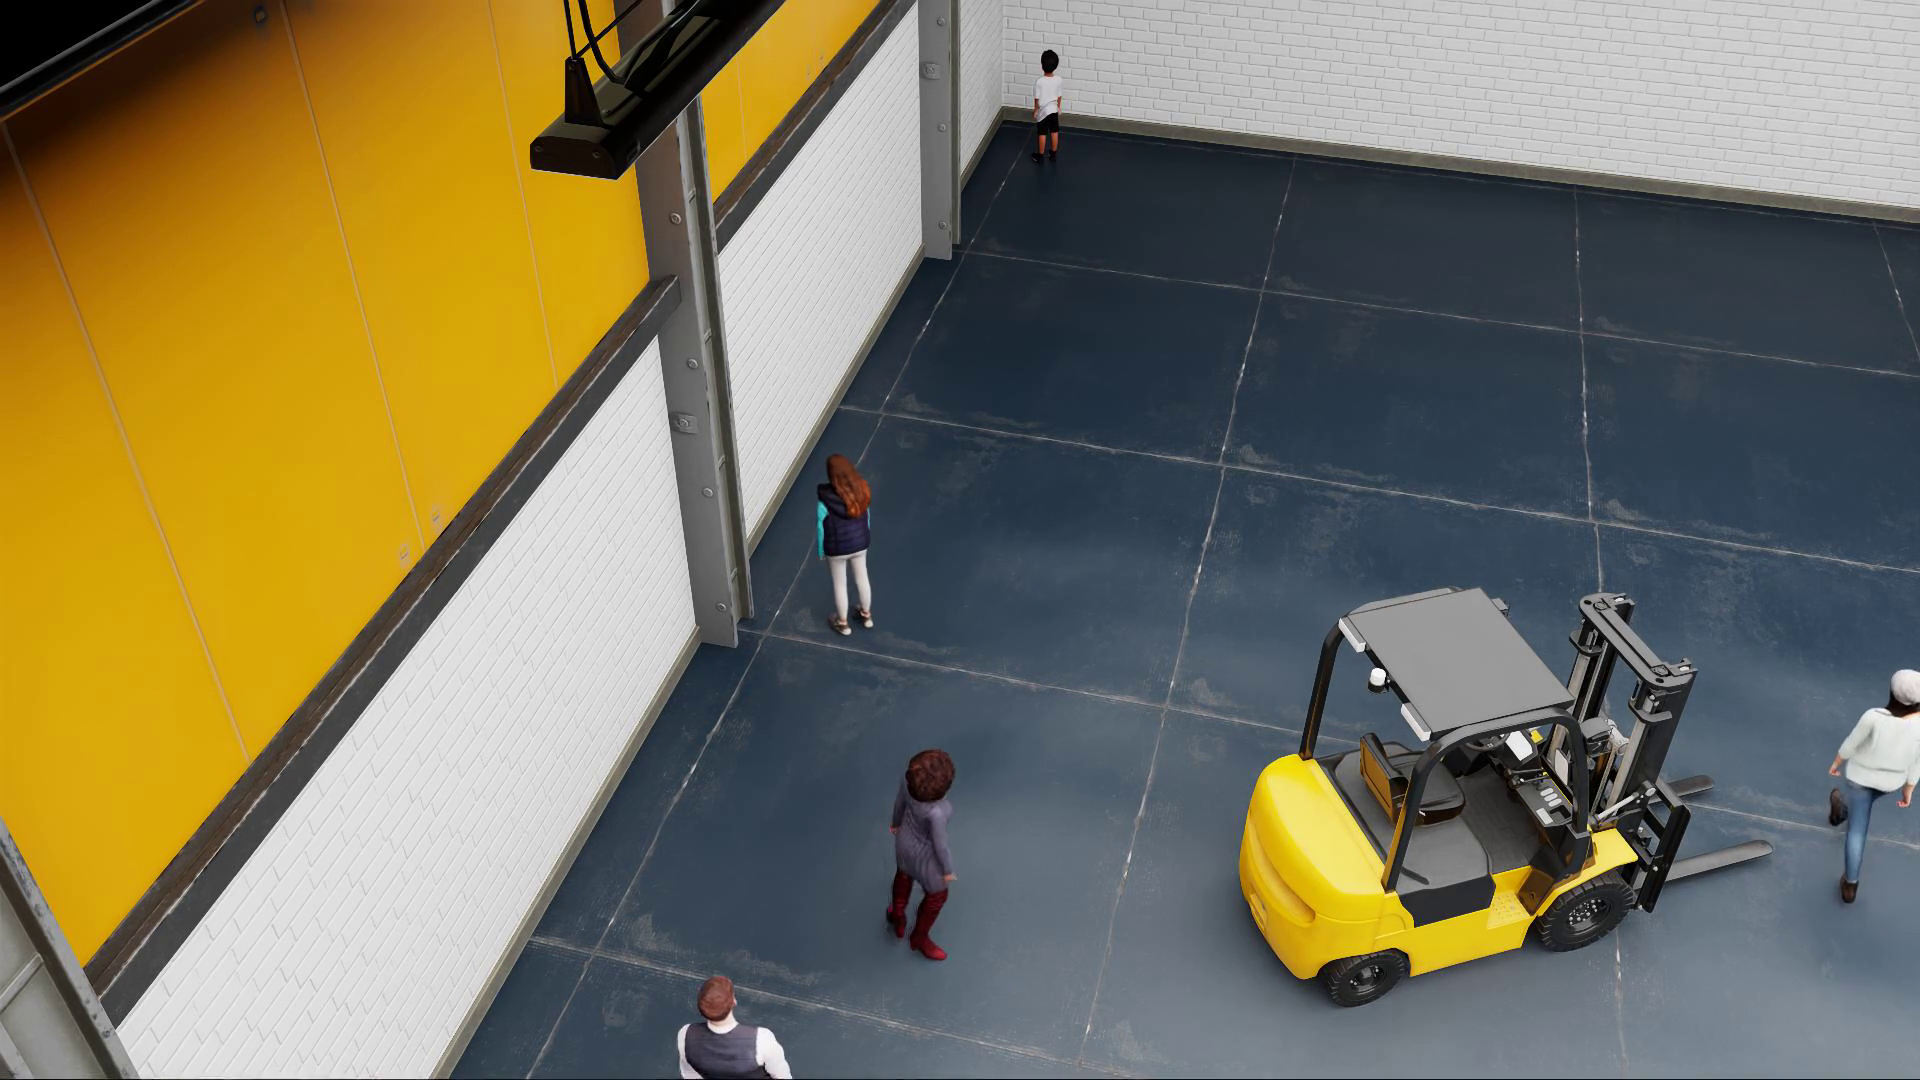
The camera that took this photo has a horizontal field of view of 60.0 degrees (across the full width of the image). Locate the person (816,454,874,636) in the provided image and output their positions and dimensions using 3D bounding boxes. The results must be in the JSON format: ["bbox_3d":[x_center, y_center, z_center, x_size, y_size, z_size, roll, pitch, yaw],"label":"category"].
[{"bbox_3d":[-0.815,0.029,11.987,0.686,1.495,0.745,-19,42,-22],"label":"person"}]

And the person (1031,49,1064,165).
[{"bbox_3d":[0.958,-4.719,18.119,0.579,1.261,0.627,-13,40,-16],"label":"person"}]

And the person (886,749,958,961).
[{"bbox_3d":[-0.274,1.777,9.637,0.811,1.696,0.765,-31,48,-33],"label":"person"}]

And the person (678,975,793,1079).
[{"bbox_3d":[-1.088,2.848,8.121,0.673,1.913,1.208,8,39,9],"label":"person"}]

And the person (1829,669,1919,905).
[{"bbox_3d":[5.537,1.506,10.054,0.592,1.599,1.090,10,40,13],"label":"person"}]
